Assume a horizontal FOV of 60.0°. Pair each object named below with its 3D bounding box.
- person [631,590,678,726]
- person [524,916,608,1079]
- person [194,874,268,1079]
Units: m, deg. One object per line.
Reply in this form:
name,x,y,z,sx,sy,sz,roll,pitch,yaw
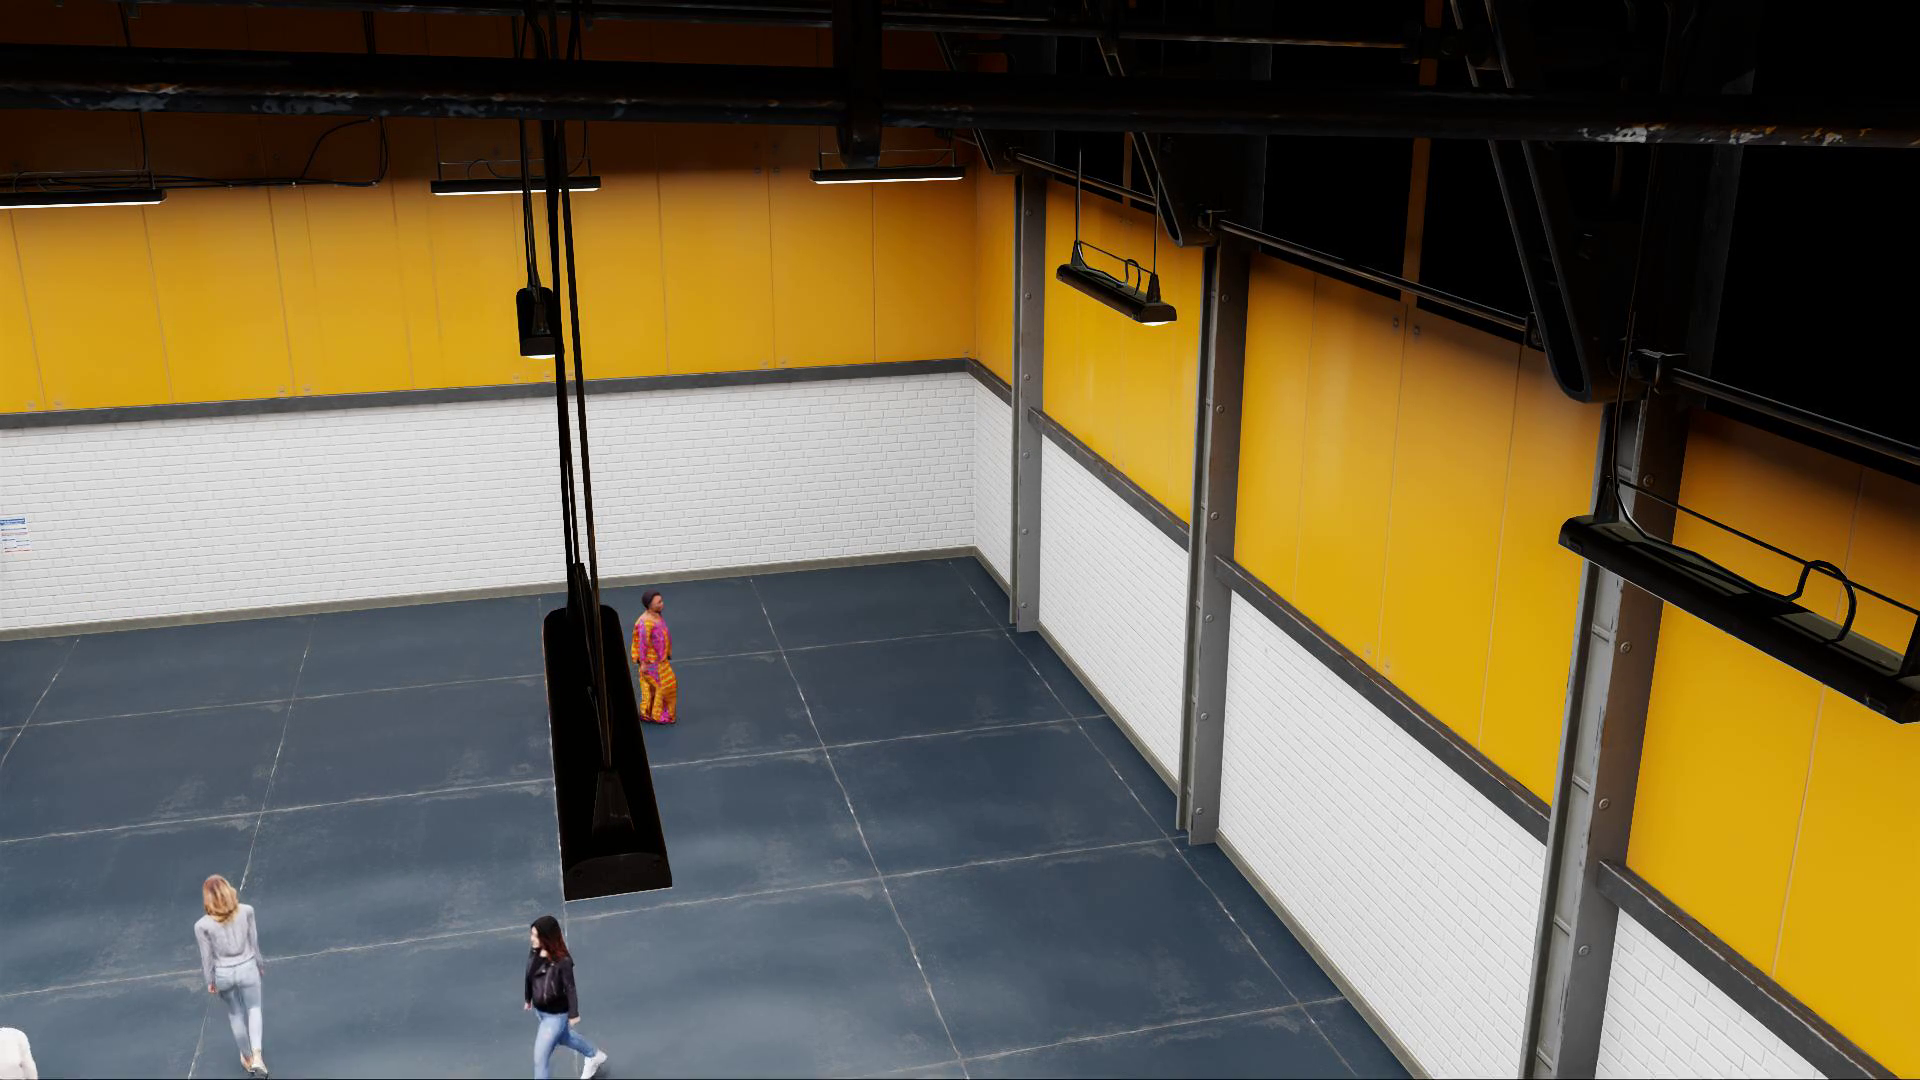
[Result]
person,-3.620,1.357,19.335,0.854,1.659,0.797,2,19,6
person,-3.069,3.598,12.780,1.150,1.594,1.085,17,25,41
person,-5.615,3.443,12.951,0.751,1.779,0.963,-11,22,-30
